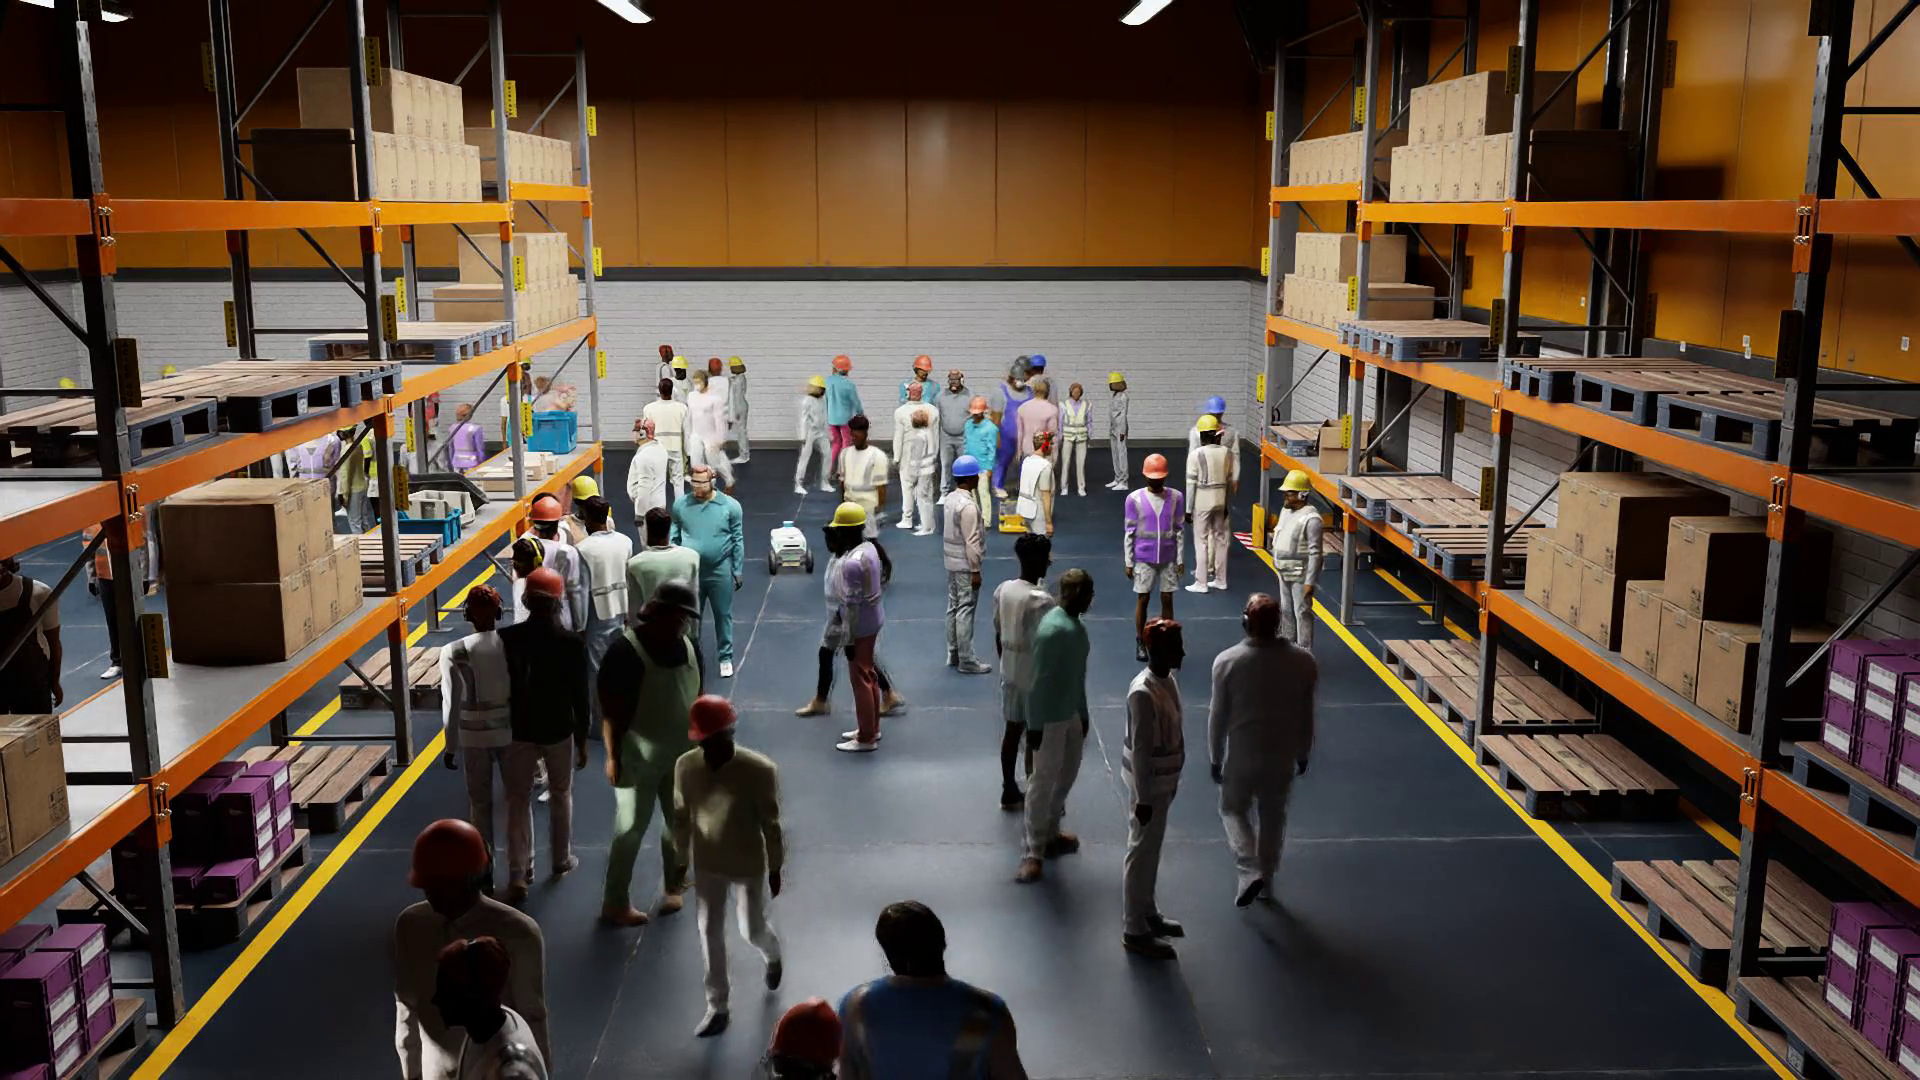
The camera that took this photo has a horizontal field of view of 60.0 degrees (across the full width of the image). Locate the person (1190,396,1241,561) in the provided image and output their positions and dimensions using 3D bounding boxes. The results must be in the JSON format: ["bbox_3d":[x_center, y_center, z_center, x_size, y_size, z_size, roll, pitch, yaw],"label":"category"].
[{"bbox_3d":[2.987,-0.728,19.529,0.610,1.945,0.408,2,11,9],"label":"person"}]

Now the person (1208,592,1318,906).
[{"bbox_3d":[1.776,1.250,9.755,0.646,1.890,0.520,-1,11,-7],"label":"person"}]

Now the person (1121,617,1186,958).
[{"bbox_3d":[1.083,1.351,9.256,0.357,1.881,0.574,4,12,21],"label":"person"}]

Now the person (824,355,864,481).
[{"bbox_3d":[-1.730,-1.806,24.886,0.651,1.960,0.548,9,15,39],"label":"person"}]

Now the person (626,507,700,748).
[{"bbox_3d":[-2.201,0.707,12.438,0.589,1.909,0.403,-8,14,-34],"label":"person"}]

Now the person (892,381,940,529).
[{"bbox_3d":[-0.586,-1.092,21.447,0.651,1.907,0.409,-6,13,-28],"label":"person"}]

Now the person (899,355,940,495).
[{"bbox_3d":[-0.561,-1.644,23.902,0.612,2.034,0.411,-3,12,-16],"label":"person"}]

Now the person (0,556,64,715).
[{"bbox_3d":[-6.260,0.942,10.909,0.688,2.000,0.539,-5,12,-25],"label":"person"}]

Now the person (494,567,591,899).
[{"bbox_3d":[-2.557,1.173,9.980,0.674,1.968,0.818,0,11,-1],"label":"person"}]

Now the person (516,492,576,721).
[{"bbox_3d":[-3.290,0.558,13.182,0.410,1.908,0.596,4,12,20],"label":"person"}]

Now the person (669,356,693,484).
[{"bbox_3d":[-4.183,-1.793,24.909,0.366,1.927,0.585,8,14,34],"label":"person"}]

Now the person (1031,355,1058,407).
[{"bbox_3d":[1.164,-1.797,24.883,0.613,1.943,0.405,2,11,8],"label":"person"}]

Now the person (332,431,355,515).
[{"bbox_3d":[-8.320,-1.196,22.408,0.321,1.737,0.483,2,12,11],"label":"person"}]

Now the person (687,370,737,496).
[{"bbox_3d":[-3.500,-1.445,23.265,0.632,1.904,0.870,7,13,30],"label":"person"}]

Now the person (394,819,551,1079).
[{"bbox_3d":[-1.774,1.946,6.023,0.618,1.986,0.408,3,12,15],"label":"person"}]

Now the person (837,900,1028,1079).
[{"bbox_3d":[-0.092,2.101,5.675,0.665,1.806,0.451,4,12,17],"label":"person"}]

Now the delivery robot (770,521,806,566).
[{"bbox_3d":[-1.965,0.029,18.990,0.477,0.478,0.707,-3,12,-12],"label":"delivery robot"}]

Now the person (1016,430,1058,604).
[{"bbox_3d":[0.801,-0.227,17.294,0.394,1.836,0.560,-4,12,-19],"label":"person"}]

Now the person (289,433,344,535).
[{"bbox_3d":[-7.284,-0.586,18.845,0.594,1.929,0.352,-1,11,-4],"label":"person"}]

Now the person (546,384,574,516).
[{"bbox_3d":[-5.099,-1.045,21.275,0.403,1.891,0.725,1,11,3],"label":"person"}]

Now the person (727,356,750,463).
[{"bbox_3d":[-3.602,-2.118,27.026,0.328,1.737,0.486,0,11,-1],"label":"person"}]

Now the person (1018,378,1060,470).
[{"bbox_3d":[0.979,-1.144,21.693,0.666,1.915,0.673,9,14,38],"label":"person"}]

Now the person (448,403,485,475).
[{"bbox_3d":[-6.349,-0.942,21.400,0.515,1.633,0.316,5,12,23],"label":"person"}]

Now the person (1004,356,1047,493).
[{"bbox_3d":[0.896,-1.654,23.928,0.692,2.000,0.654,8,14,35],"label":"person"}]

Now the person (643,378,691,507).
[{"bbox_3d":[-3.815,-1.155,21.730,0.596,1.918,0.380,-2,11,-8],"label":"person"}]

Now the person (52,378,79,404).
[{"bbox_3d":[-12.634,-1.434,23.600,0.641,1.720,0.516,11,15,42],"label":"person"}]

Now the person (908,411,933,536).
[{"bbox_3d":[-0.494,-0.839,20.933,0.322,1.603,0.579,0,11,2],"label":"person"}]

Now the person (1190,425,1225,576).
[{"bbox_3d":[2.837,-0.469,18.757,0.352,1.737,0.570,7,13,31],"label":"person"}]

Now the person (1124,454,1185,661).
[{"bbox_3d":[1.771,0.162,15.126,0.548,1.923,0.391,-1,11,-5],"label":"person"}]

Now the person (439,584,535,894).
[{"bbox_3d":[-2.825,1.194,10.040,0.582,1.882,0.338,-7,13,-31],"label":"person"}]

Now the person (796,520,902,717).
[{"bbox_3d":[-0.872,0.634,13.422,0.805,1.657,0.526,-5,12,-22],"label":"person"}]
